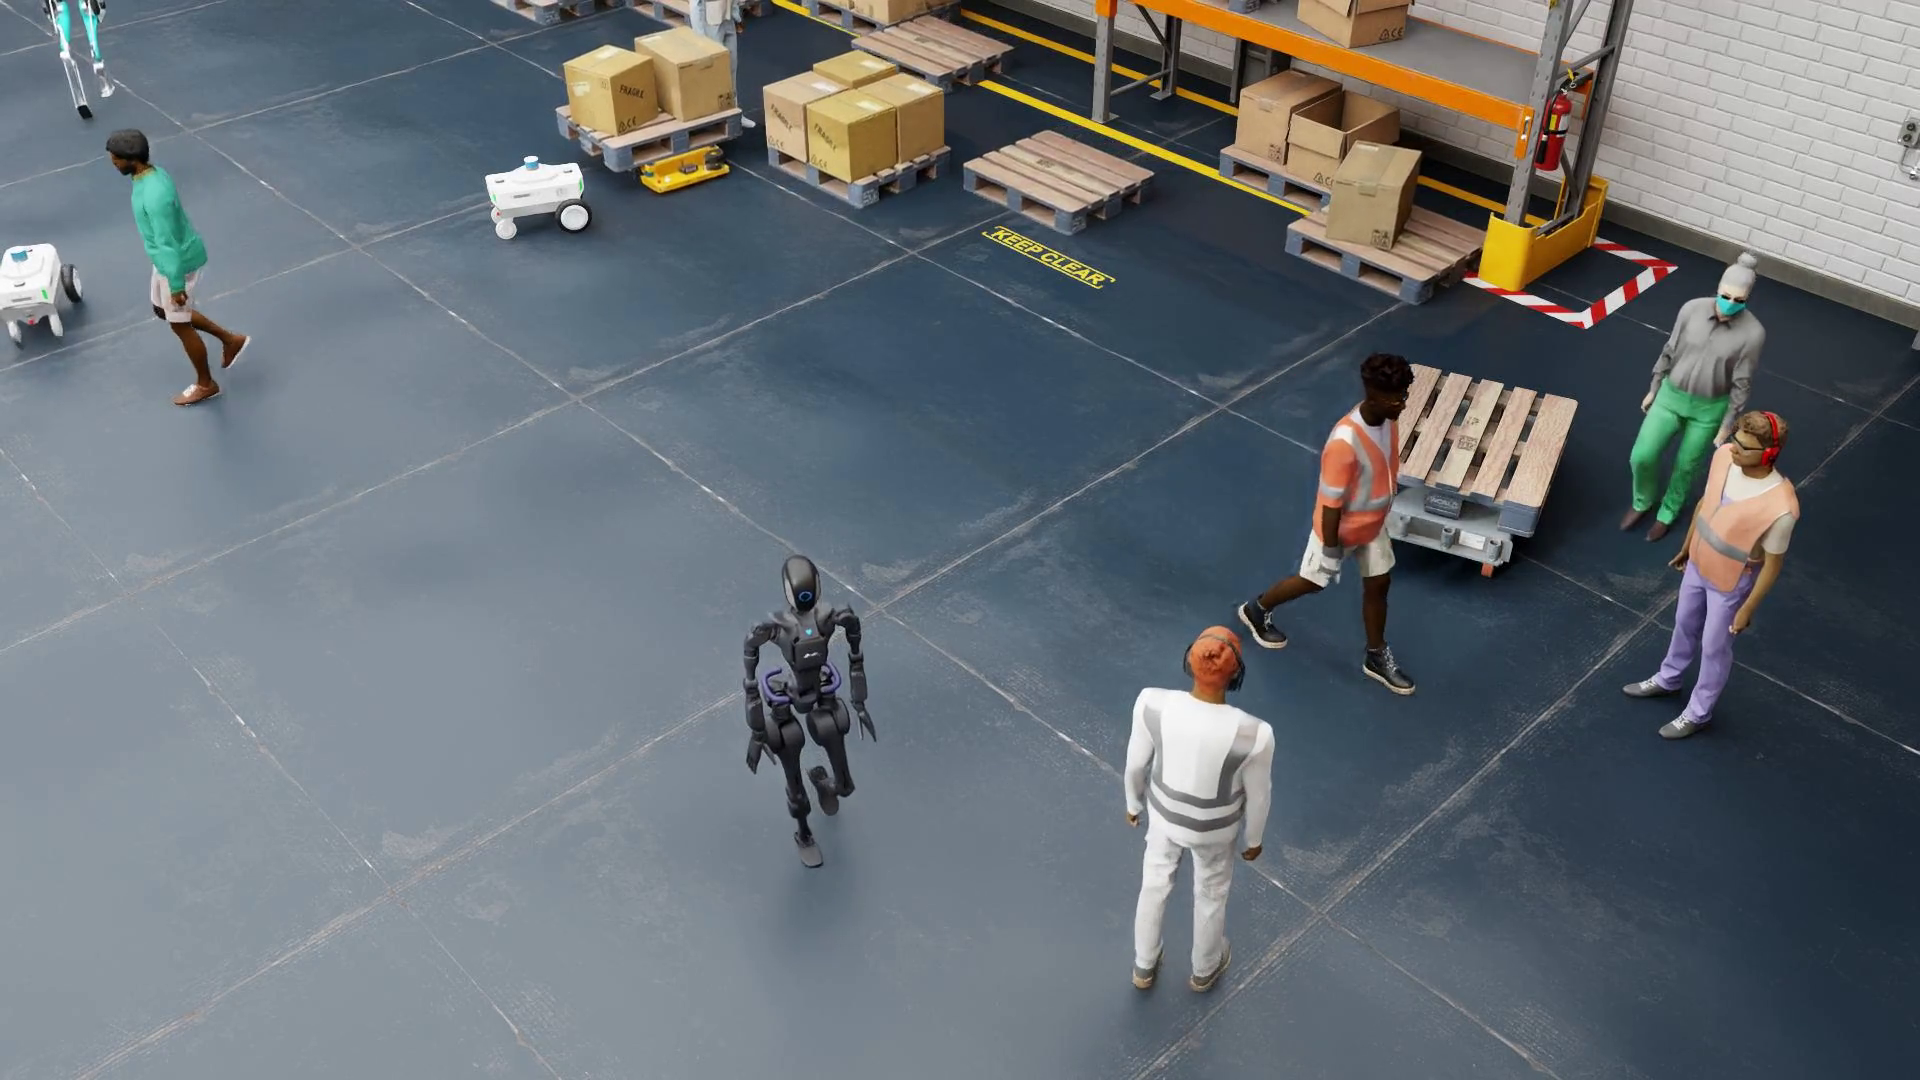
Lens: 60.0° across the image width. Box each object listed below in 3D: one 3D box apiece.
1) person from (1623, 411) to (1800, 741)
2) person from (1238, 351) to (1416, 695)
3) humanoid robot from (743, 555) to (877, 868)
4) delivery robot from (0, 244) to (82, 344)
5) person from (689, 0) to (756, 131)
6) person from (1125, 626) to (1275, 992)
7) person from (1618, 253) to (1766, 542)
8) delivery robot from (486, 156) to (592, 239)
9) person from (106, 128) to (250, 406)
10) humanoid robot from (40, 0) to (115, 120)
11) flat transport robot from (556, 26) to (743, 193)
[{"bbox_3d":[3.674,0.170,8.000,0.378,1.844,0.565,-7,38,-10],"label":"person"},{"bbox_3d":[1.918,-0.126,8.330,0.980,1.925,0.614,27,44,31],"label":"person"},{"bbox_3d":[-0.692,0.739,7.385,0.602,1.642,0.420,-14,39,-17],"label":"humanoid robot"},{"bbox_3d":[-6.498,-1.779,11.628,0.499,0.566,0.739,-11,39,-15],"label":"delivery robot"},{"bbox_3d":[-2.040,-4.312,13.888,0.414,1.907,0.598,17,40,21],"label":"person"},{"bbox_3d":[0.949,1.118,6.719,0.583,1.885,0.380,15,40,19],"label":"person"},{"bbox_3d":[4.066,-0.752,9.237,0.533,1.823,0.454,27,44,31],"label":"person"},{"bbox_3d":[-3.244,-2.657,12.825,0.813,0.609,0.499,-12,39,-16],"label":"delivery robot"},{"bbox_3d":[-4.956,-1.734,10.529,0.486,1.837,0.554,-17,40,-21],"label":"person"},{"bbox_3d":[-7.673,-4.517,14.325,0.530,1.778,0.999,-10,38,-13],"label":"humanoid robot"},{"bbox_3d":[-2.578,-3.293,13.892,0.659,0.231,1.431,-25,44,-29],"label":"flat transport robot"}]
